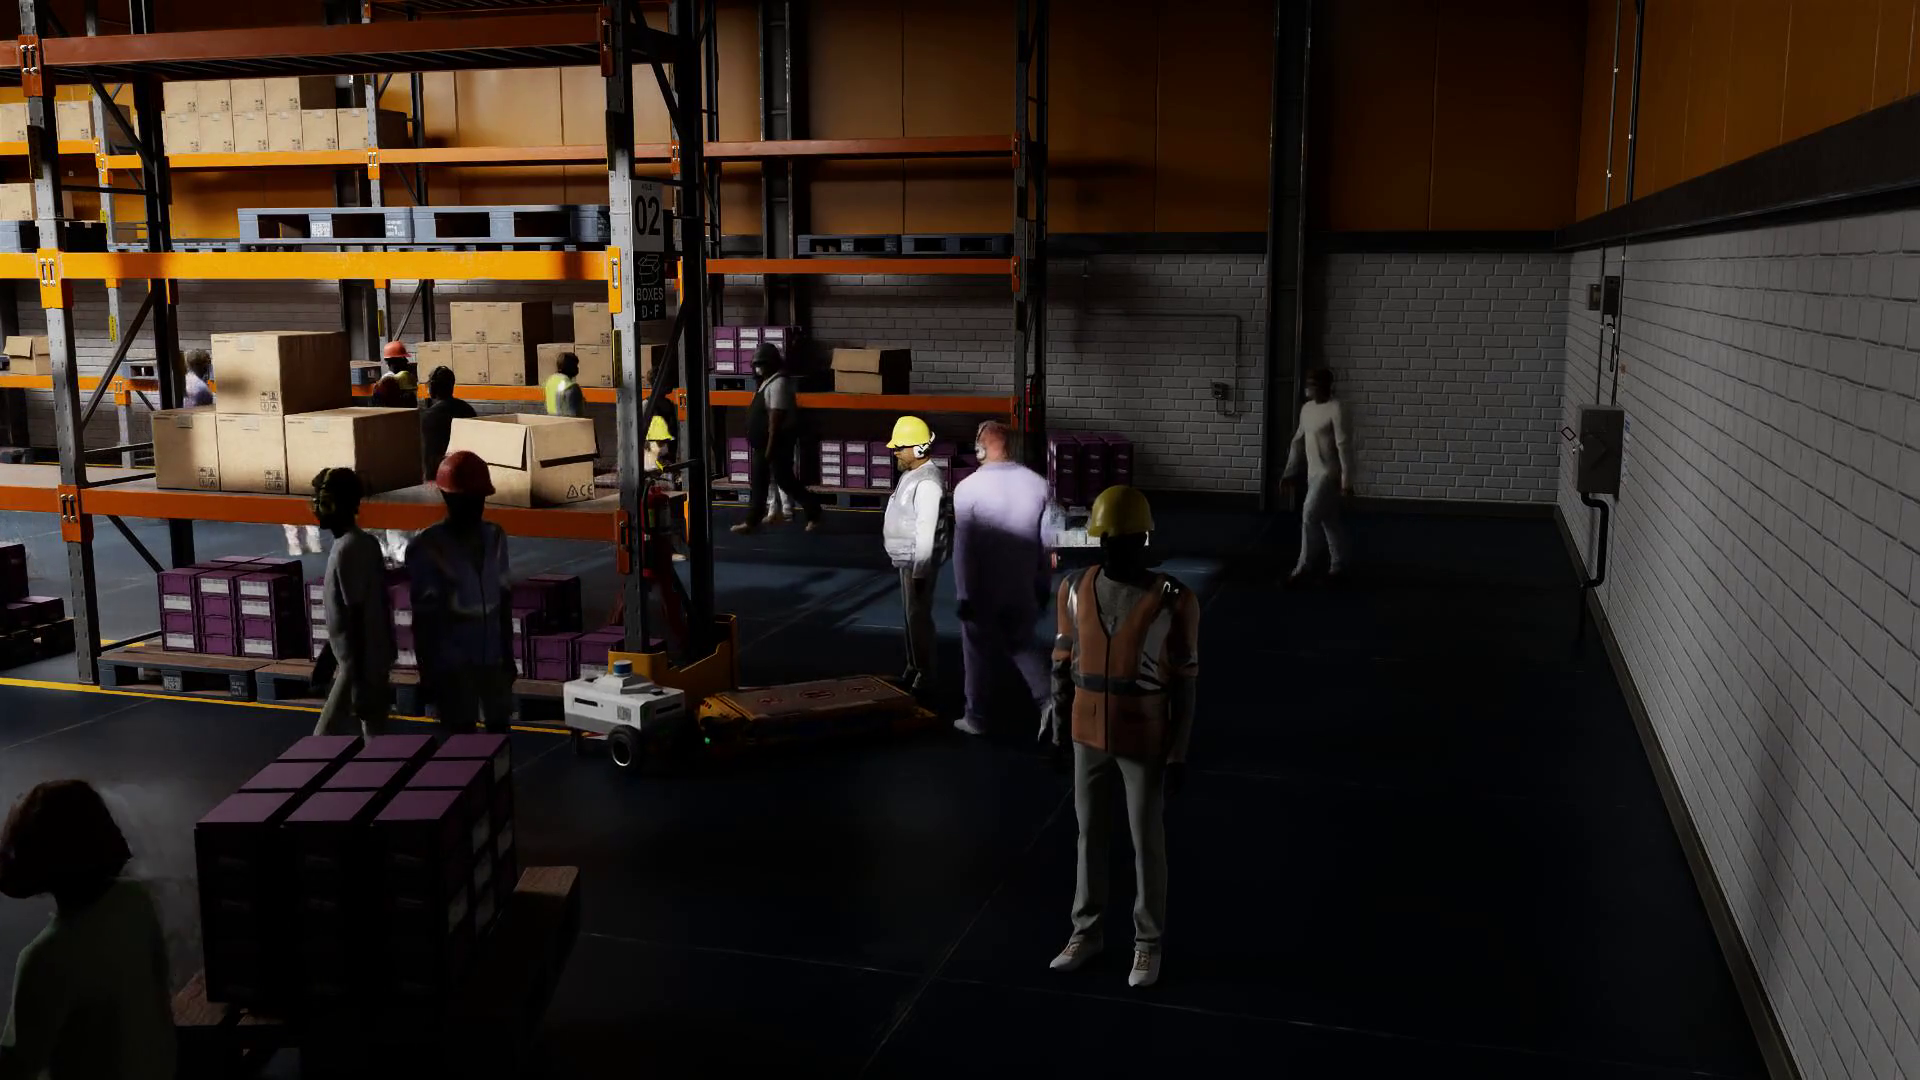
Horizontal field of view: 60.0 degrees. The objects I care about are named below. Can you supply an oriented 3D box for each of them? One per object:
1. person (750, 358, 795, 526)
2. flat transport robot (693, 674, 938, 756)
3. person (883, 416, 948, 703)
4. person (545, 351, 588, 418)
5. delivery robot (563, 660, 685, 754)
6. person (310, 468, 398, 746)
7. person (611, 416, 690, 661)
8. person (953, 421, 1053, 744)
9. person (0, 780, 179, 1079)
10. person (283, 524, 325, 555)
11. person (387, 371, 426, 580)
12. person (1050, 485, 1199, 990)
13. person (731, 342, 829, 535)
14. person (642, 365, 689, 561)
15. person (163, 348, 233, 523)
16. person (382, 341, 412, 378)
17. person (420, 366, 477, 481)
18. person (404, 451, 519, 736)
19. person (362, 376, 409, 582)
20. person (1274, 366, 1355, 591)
[{"bbox_3d":[-2.002,-1.063,17.755,0.455,1.818,0.650,0,9,2],"label":"person"},{"bbox_3d":[-0.910,1.011,9.772,1.431,0.197,0.652,-5,10,-27],"label":"flat transport robot"},{"bbox_3d":[-0.281,0.125,10.486,0.404,1.819,0.592,-2,9,-9],"label":"person"},{"bbox_3d":[-4.327,-1.149,18.223,0.539,1.827,0.633,-7,11,-35],"label":"person"},{"bbox_3d":[-1.870,0.912,9.238,0.707,0.478,0.477,7,11,34],"label":"delivery robot"},{"bbox_3d":[-2.842,0.598,7.543,0.791,1.838,0.534,-1,9,-4],"label":"person"},{"bbox_3d":[-2.147,-0.018,11.635,0.898,1.726,0.523,2,10,15],"label":"person"},{"bbox_3d":[0.279,0.255,9.546,0.666,1.870,0.760,-6,11,-31],"label":"person"},{"bbox_3d":[-2.020,1.335,3.724,0.717,1.598,0.525,-1,9,-7],"label":"person"},{"bbox_3d":[-6.324,-0.820,15.779,0.620,1.978,0.513,-5,10,-27],"label":"person"},{"bbox_3d":[-4.861,-0.570,14.660,0.403,1.837,0.591,7,12,37],"label":"person"},{"bbox_3d":[0.611,0.745,6.371,0.589,1.927,0.366,5,10,27],"label":"person"},{"bbox_3d":[-1.848,-1.061,17.033,0.928,2.000,0.683,-3,10,-19],"label":"person"},{"bbox_3d":[-2.755,-0.686,15.379,0.410,1.843,0.518,3,10,16],"label":"person"},{"bbox_3d":[-8.149,-1.102,17.734,0.989,1.899,0.638,-6,11,-32],"label":"person"},{"bbox_3d":[-6.114,-1.189,18.113,0.354,1.942,0.543,-4,10,-21],"label":"person"},{"bbox_3d":[-4.196,-0.458,13.665,0.379,1.940,0.629,3,10,19],"label":"person"},{"bbox_3d":[-2.357,0.525,7.771,0.626,1.914,0.551,6,11,33],"label":"person"},{"bbox_3d":[-4.649,-0.403,13.572,0.404,1.862,0.601,4,10,22],"label":"person"},{"bbox_3d":[2.984,-0.519,14.138,0.903,1.900,0.644,-2,10,-13],"label":"person"}]
